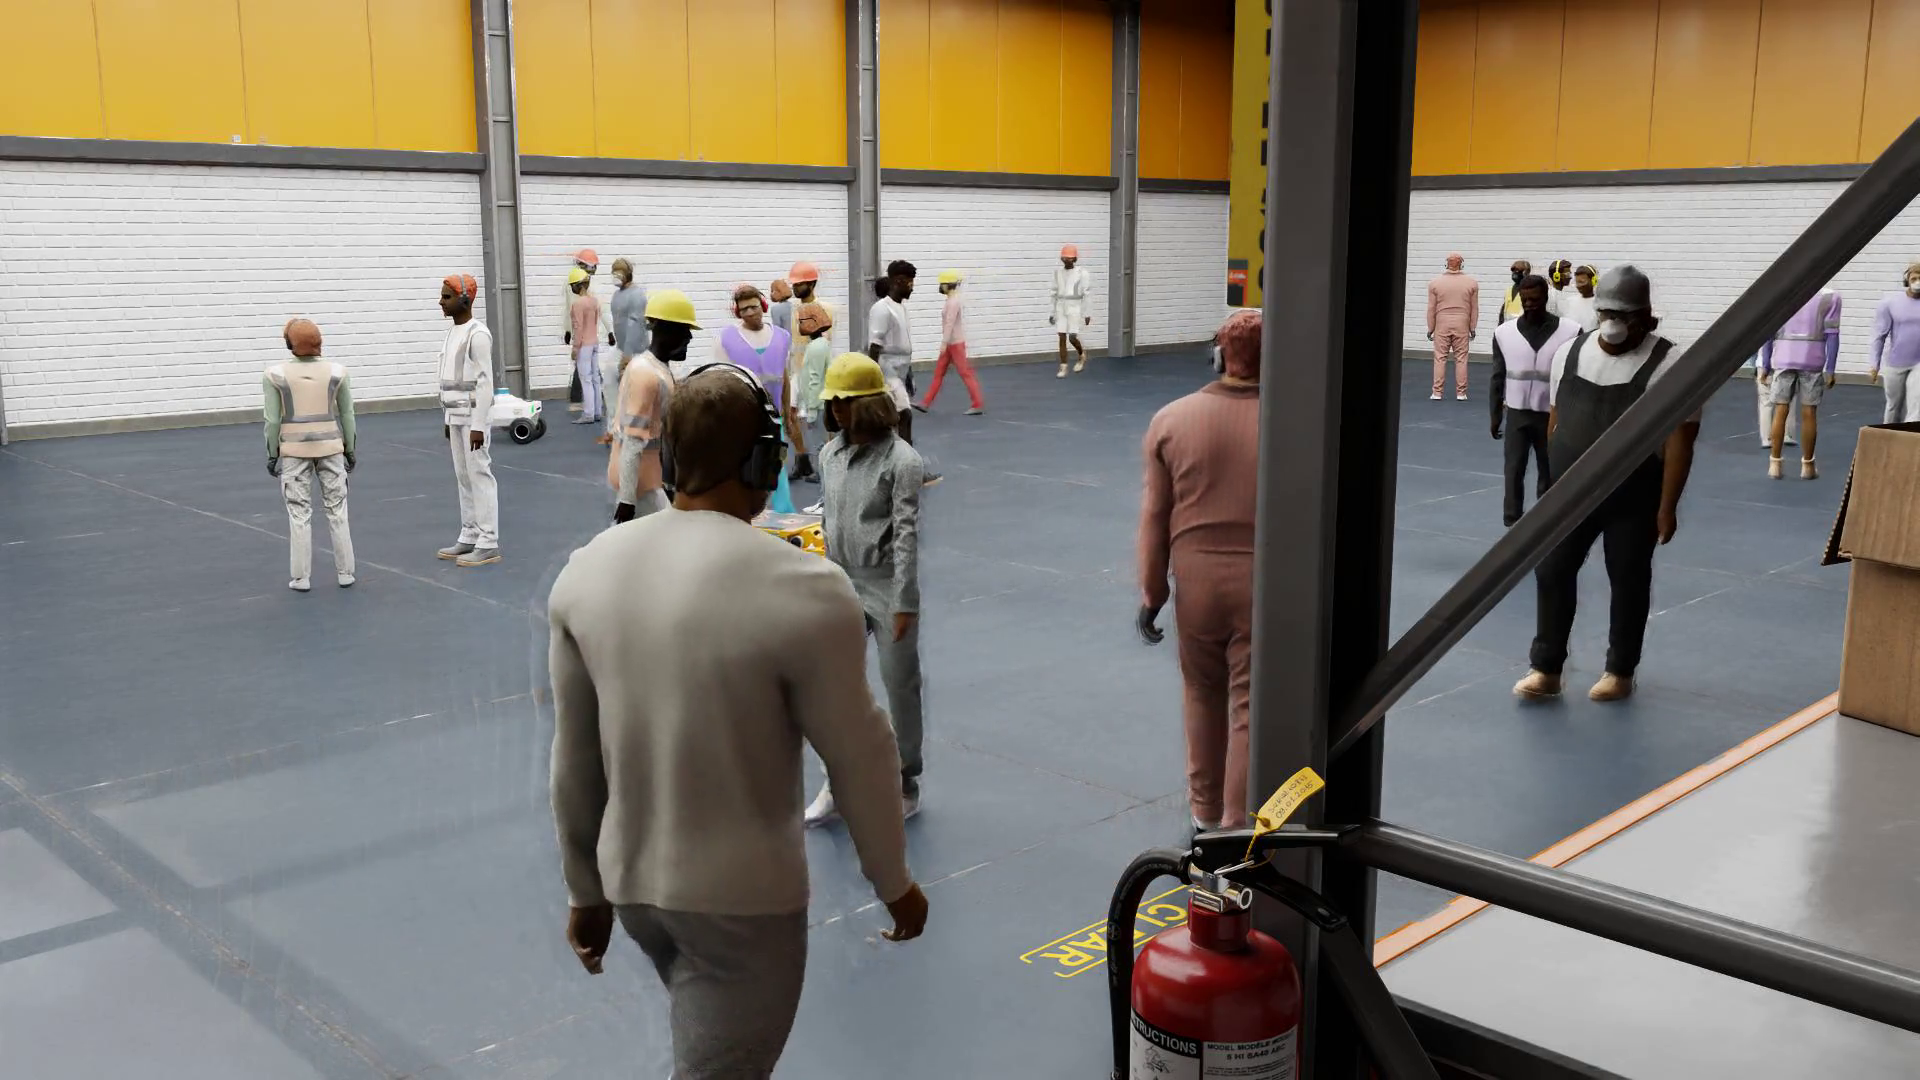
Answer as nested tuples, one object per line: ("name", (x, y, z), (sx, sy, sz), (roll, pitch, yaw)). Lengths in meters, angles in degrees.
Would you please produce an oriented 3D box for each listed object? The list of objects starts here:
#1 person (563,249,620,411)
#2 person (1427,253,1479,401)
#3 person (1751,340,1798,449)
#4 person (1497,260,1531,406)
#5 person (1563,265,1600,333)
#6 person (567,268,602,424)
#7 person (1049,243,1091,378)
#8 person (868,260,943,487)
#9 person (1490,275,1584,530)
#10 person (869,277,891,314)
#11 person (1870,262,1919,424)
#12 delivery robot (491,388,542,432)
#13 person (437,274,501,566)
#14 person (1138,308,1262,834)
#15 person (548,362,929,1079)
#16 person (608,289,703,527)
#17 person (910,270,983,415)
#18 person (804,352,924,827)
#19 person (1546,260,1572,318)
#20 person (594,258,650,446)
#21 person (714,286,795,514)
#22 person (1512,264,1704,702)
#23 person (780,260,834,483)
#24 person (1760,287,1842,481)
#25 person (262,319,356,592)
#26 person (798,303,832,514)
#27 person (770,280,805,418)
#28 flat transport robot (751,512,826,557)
("person", (-4.479, -2.582, 20.453), (0.662, 1.948, 0.970), (9, 14, 40))
("person", (6.349, -2.744, 21.475), (0.643, 1.909, 0.410), (2, 11, 11))
("person", (8.253, -1.732, 16.741), (0.576, 1.606, 0.626), (10, 14, 42))
("person", (6.915, -2.565, 20.724), (0.573, 1.821, 0.650), (-4, 11, -22))
("person", (6.103, -1.778, 16.386), (0.693, 1.836, 0.519), (-9, 14, -41))
("person", (-4.273, -2.194, 18.879), (0.321, 1.761, 0.522), (2, 11, 11))
("person", (1.653, -3.428, 24.908), (0.642, 2.015, 0.592), (6, 12, 31))
("person", (-0.465, -1.391, 14.064), (0.884, 1.916, 0.658), (3, 11, 16))
("person", (3.939, -0.870, 11.382), (0.609, 1.879, 0.699), (4, 11, 21))
("person", (-0.923, -2.105, 18.622), (0.650, 1.678, 0.538), (-4, 11, -22))
("person", (8.889, -1.652, 15.598), (0.647, 1.895, 1.019), (5, 12, 27))
("delivery robot", (-4.706, -1.327, 17.180), (0.707, 0.478, 0.477), (0, 10, 0))
("person", (-3.208, -0.775, 10.807), (0.355, 1.882, 0.576), (-8, 13, -37))
("person", (0.981, 0.159, 5.689), (0.673, 1.882, 0.783), (4, 11, 19))
("person", (-0.374, 0.623, 3.122), (0.628, 1.896, 0.908), (7, 12, 33))
("person", (-1.595, -0.301, 8.290), (1.010, 1.875, 0.635), (-1, 10, -7))
("person", (-0.154, -2.329, 19.735), (0.929, 1.716, 0.545), (-1, 10, -5))
("person", (-0.343, 0.202, 5.901), (0.503, 1.724, 0.570), (7, 13, 35))
("person", (6.362, -2.055, 17.811), (0.329, 1.874, 0.518), (4, 11, 22))
("person", (-3.399, -1.858, 16.662), (0.731, 1.905, 0.622), (-8, 13, -38))
("person", (-1.393, -0.855, 11.499), (0.596, 1.790, 0.968), (-6, 12, -29))
("person", (2.891, -0.239, 7.447), (0.709, 2.000, 0.813), (10, 14, 43))
("person", (-1.319, -1.423, 14.234), (0.610, 1.912, 0.571), (-8, 13, -38))
("person", (7.332, -1.537, 14.524), (0.614, 2.041, 0.393), (7, 12, 33))
("person", (-3.893, -0.504, 9.991), (0.525, 1.637, 0.307), (-6, 12, -30))
("person", (-1.084, -0.978, 12.607), (0.273, 1.629, 0.499), (-1, 10, -4))
("person", (-1.986, -2.188, 19.232), (0.365, 1.619, 0.596), (5, 12, 27))
("flat transport robot", (-1.338, -0.051, 11.252), (1.431, 0.197, 0.652), (5, 12, 26))
